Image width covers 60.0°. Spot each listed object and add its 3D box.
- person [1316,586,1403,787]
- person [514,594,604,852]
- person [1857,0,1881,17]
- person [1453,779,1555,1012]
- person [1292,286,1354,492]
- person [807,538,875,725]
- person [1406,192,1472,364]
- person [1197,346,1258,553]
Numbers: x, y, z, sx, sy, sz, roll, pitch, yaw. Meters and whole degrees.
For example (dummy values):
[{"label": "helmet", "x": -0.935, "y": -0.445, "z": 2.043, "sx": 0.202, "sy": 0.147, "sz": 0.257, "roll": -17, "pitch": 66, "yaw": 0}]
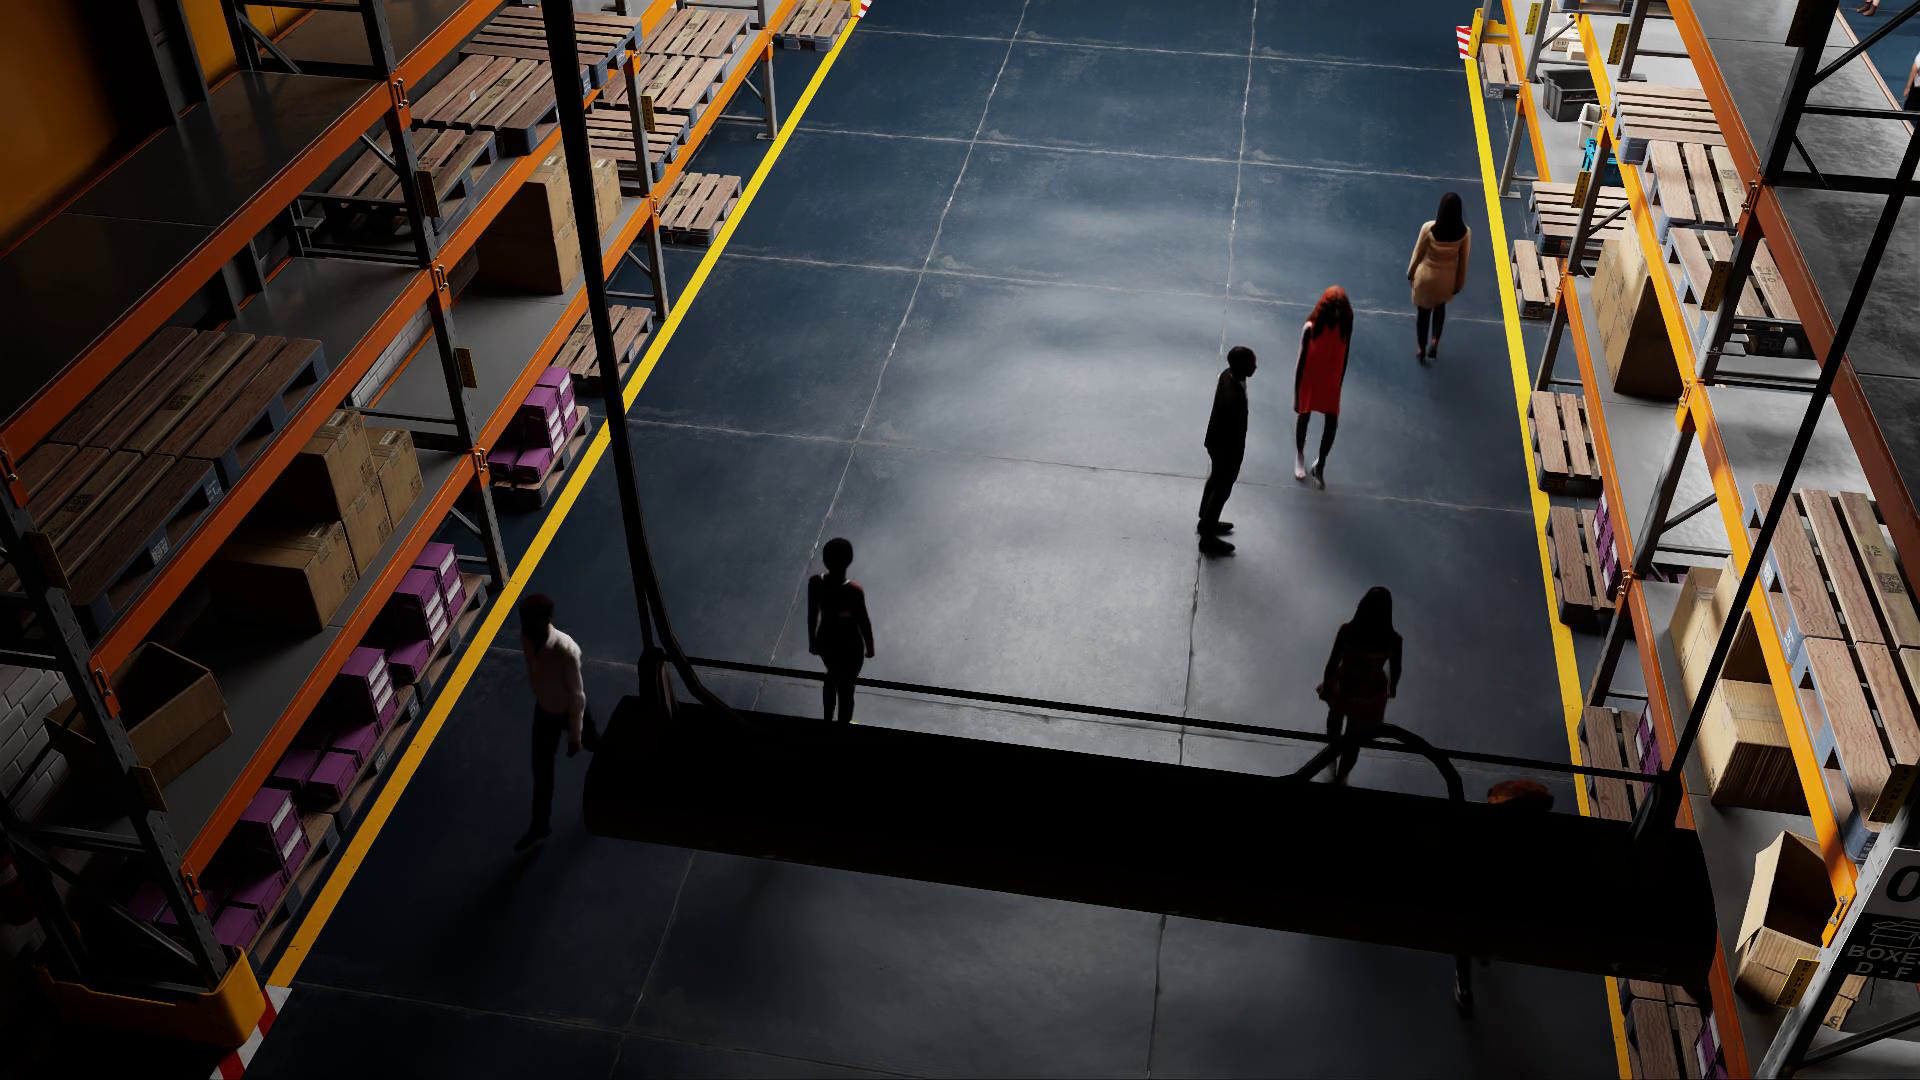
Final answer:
[{"label": "person", "x": 2.526, "y": 1.010, "z": 10.630, "sx": 0.706, "sy": 1.631, "sz": 0.759, "roll": 11, "pitch": 40, "yaw": 14}, {"label": "person", "x": -2.419, "y": 1.034, "z": 10.442, "sx": 0.971, "sy": 1.829, "sz": 1.291, "roll": 21, "pitch": 43, "yaw": 24}, {"label": "person", "x": 11.941, "y": -7.327, "z": 21.558, "sx": 0.554, "sy": 1.021, "sz": 0.480, "roll": -14, "pitch": 41, "yaw": -17}, {"label": "person", "x": 3.005, "y": 1.933, "z": 9.424, "sx": 0.707, "sy": 1.695, "sz": 0.773, "roll": -1, "pitch": 39, "yaw": -1}, {"label": "person", "x": 2.844, "y": -1.271, "z": 13.343, "sx": 0.654, "sy": 1.810, "sz": 0.705, "roll": 0, "pitch": 39, "yaw": 0}, {"label": "person", "x": -0.826, "y": 0.763, "z": 10.849, "sx": 0.641, "sy": 1.743, "sz": 0.690, "roll": 14, "pitch": 41, "yaw": 17}, {"label": "person", "x": 4.208, "y": -2.257, "z": 14.690, "sx": 0.671, "sy": 1.669, "sz": 0.707, "roll": 4, "pitch": 39, "yaw": 5}, {"label": "person", "x": 2.012, "y": -0.704, "z": 12.641, "sx": 0.741, "sy": 1.799, "sz": 0.528, "roll": 1, "pitch": 39, "yaw": 1}]
